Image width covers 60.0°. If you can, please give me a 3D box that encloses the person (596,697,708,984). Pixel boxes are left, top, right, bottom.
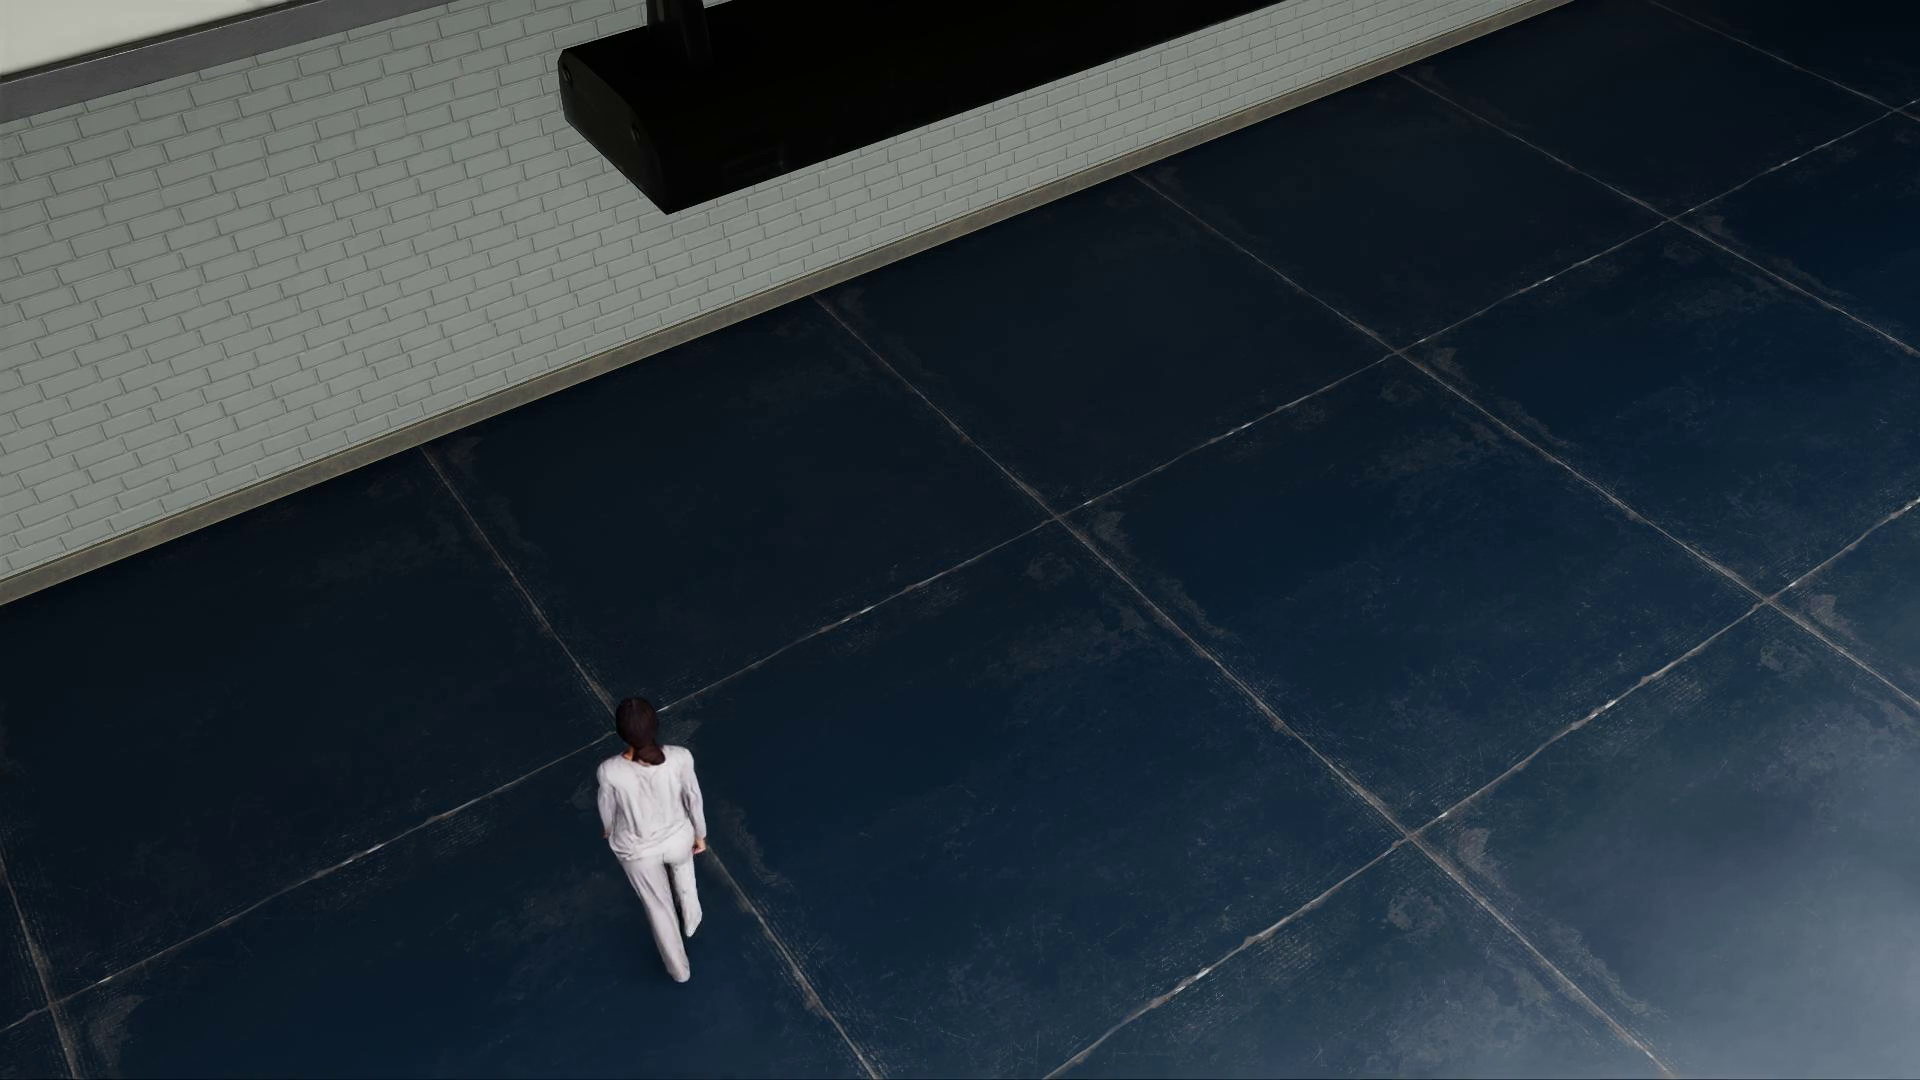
[{"bbox_3d":[-1.337,1.414,7.439,0.691,1.757,0.764,-16,45,-16],"label":"person"}]
